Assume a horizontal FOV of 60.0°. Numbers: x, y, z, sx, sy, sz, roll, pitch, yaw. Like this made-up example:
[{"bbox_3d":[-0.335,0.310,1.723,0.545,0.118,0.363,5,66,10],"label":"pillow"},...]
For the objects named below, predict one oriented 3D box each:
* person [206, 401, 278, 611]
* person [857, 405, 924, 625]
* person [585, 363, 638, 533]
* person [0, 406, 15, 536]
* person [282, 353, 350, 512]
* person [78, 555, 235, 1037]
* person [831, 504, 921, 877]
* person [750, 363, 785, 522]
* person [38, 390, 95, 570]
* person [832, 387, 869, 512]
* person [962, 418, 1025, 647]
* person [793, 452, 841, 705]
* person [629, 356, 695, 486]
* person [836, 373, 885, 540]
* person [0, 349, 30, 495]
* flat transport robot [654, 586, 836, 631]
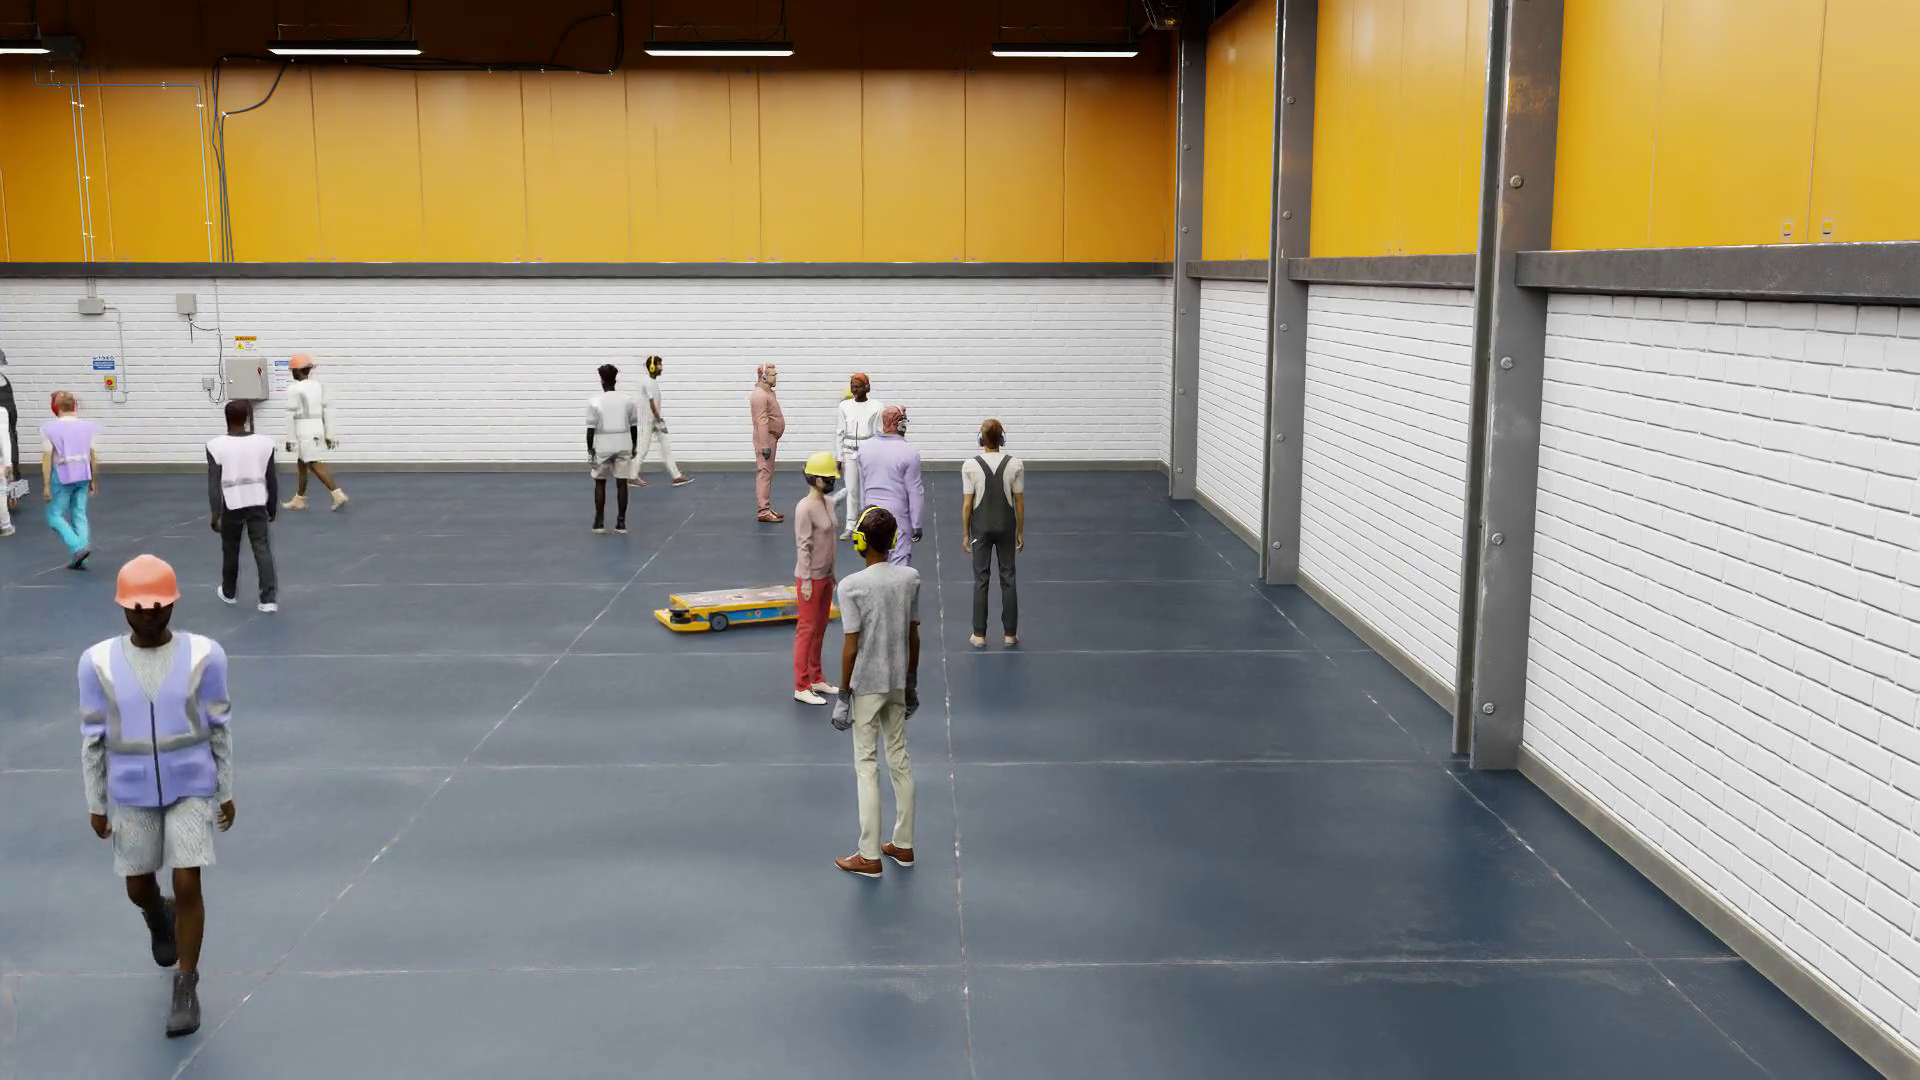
[{"bbox_3d":[-6.404,-0.309,14.860,0.630,1.861,1.007,-8,12,-40],"label":"person"},{"bbox_3d":[-0.563,-0.193,14.058,0.646,1.901,0.401,7,11,35],"label":"person"},{"bbox_3d":[-3.991,-1.046,19.092,0.623,1.955,0.470,-4,10,-21],"label":"person"},{"bbox_3d":[-10.880,-0.885,18.516,0.594,1.829,1.016,-3,10,-18],"label":"person"},{"bbox_3d":[-8.081,-1.334,20.768,1.012,2.004,0.614,3,10,18],"label":"person"},{"bbox_3d":[-3.244,0.983,6.775,0.553,1.922,0.729,-3,10,-20],"label":"person"},{"bbox_3d":[-0.422,0.751,8.346,0.532,1.871,0.321,-8,12,-41],"label":"person"},{"bbox_3d":[-2.305,-1.170,20.007,0.407,1.908,0.641,-1,9,-3],"label":"person"},{"bbox_3d":[-8.917,-0.584,16.648,0.445,1.826,0.588,5,10,27],"label":"person"},{"bbox_3d":[-1.296,-0.963,19.315,0.716,1.717,0.484,-1,9,-7],"label":"person"},{"bbox_3d":[0.266,-0.055,13.361,0.506,1.847,0.346,-1,9,-3],"label":"person"},{"bbox_3d":[-0.981,0.260,11.676,0.329,1.765,0.533,3,10,17],"label":"person"},{"bbox_3d":[-4.212,-1.642,23.160,0.910,1.823,0.512,1,9,7],"label":"person"},{"bbox_3d":[-1.104,-0.922,18.554,0.586,1.882,0.342,3,10,17],"label":"person"},{"bbox_3d":[-12.977,-1.596,22.212,0.812,2.000,0.692,3,10,16],"label":"person"},{"bbox_3d":[-1.852,0.575,14.313,1.431,0.197,0.652,-4,10,-24],"label":"flat transport robot"}]
